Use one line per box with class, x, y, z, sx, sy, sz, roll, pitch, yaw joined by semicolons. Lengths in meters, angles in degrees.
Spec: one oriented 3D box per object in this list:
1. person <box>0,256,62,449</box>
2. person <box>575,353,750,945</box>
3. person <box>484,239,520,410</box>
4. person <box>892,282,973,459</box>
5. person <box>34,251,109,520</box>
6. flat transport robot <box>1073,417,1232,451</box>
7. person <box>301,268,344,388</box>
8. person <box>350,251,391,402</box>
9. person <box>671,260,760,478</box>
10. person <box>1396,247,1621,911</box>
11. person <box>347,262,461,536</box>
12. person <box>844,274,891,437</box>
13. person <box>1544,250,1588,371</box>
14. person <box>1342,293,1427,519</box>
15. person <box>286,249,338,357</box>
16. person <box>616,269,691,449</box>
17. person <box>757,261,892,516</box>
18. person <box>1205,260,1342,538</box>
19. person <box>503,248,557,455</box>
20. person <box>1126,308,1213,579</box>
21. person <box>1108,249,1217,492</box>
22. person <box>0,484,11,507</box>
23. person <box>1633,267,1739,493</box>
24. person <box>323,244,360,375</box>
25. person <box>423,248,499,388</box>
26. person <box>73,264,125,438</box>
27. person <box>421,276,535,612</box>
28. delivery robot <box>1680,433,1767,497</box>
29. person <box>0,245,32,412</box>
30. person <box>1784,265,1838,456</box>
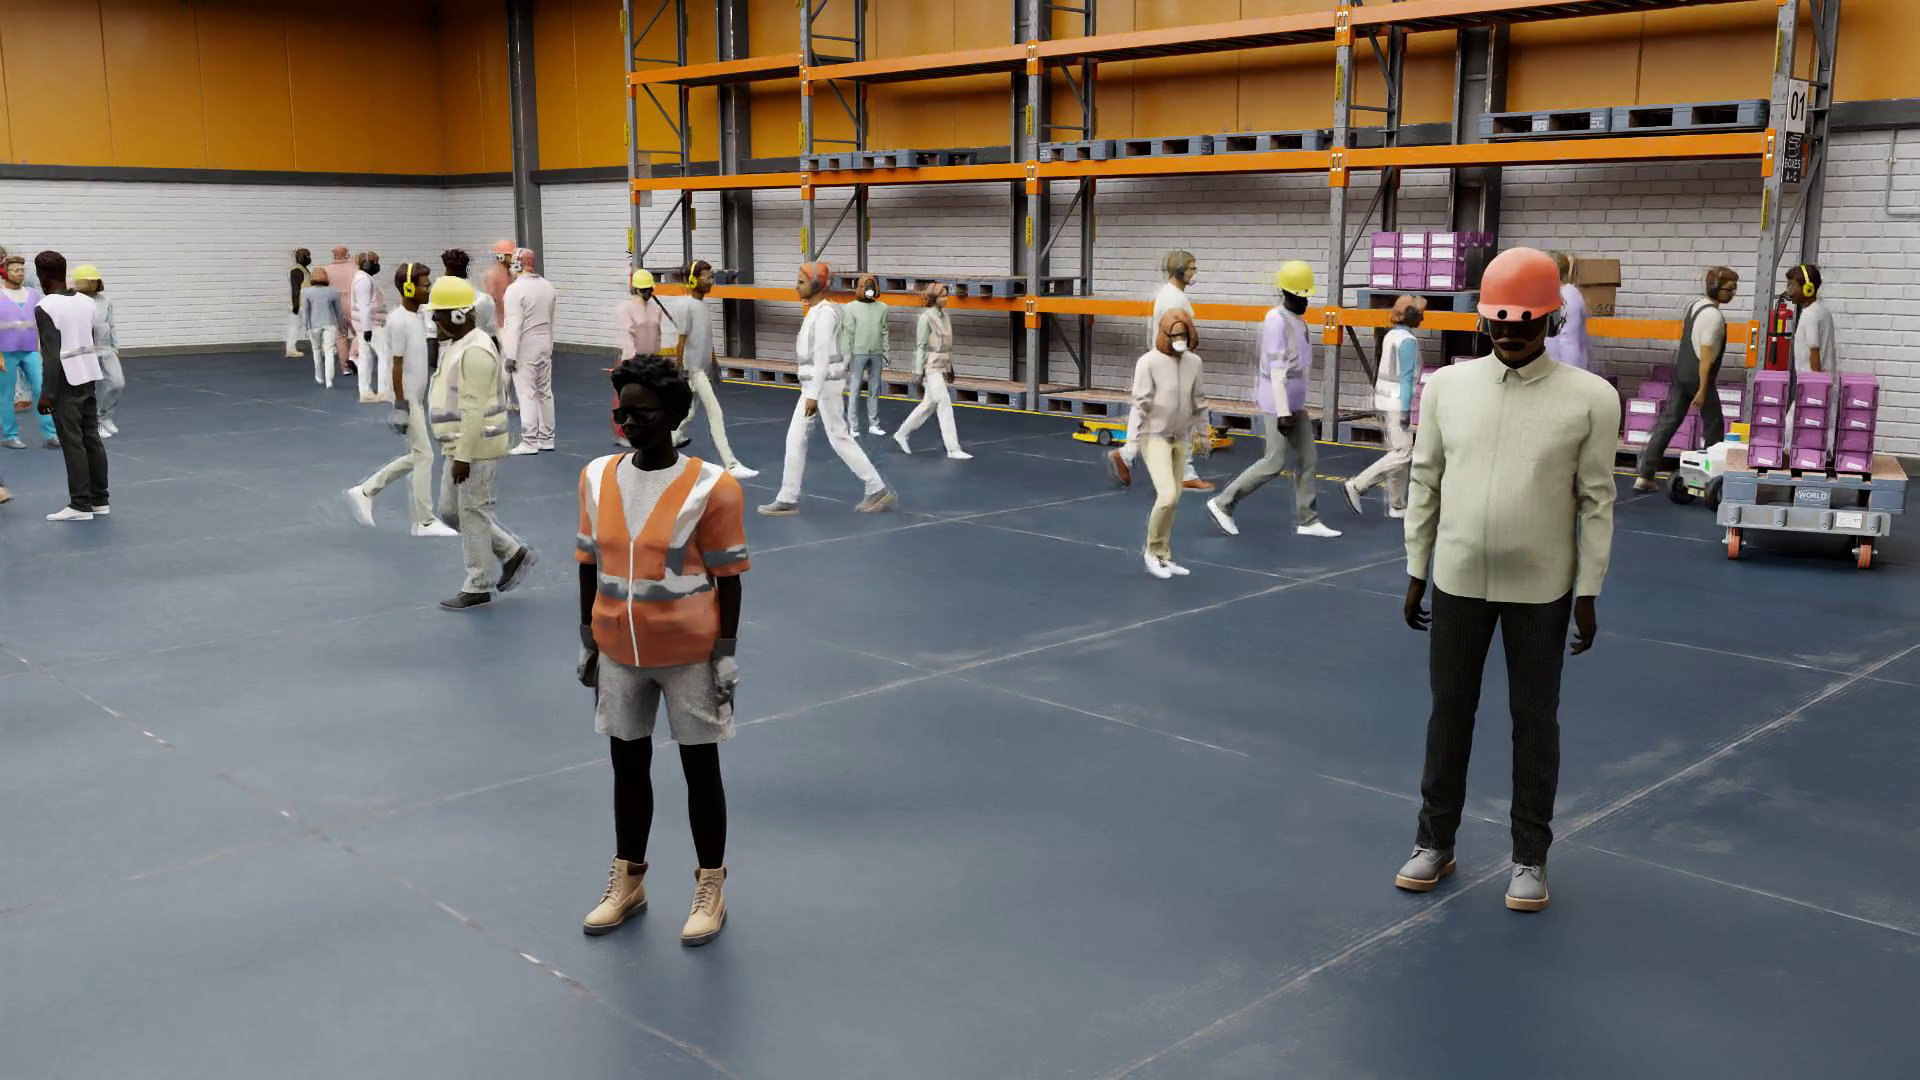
person;-8.800;-1.742;15.622;0.828;1.818;0.563;6;12;31
person;-0.861;0.315;4.762;0.530;1.697;0.322;3;11;17
person;-5.221;-2.458;19.123;0.460;1.971;0.643;2;11;10
person;-0.273;-1.549;15.165;0.820;1.608;0.518;5;11;23
person;-6.342;-1.094;11.861;0.390;1.914;0.587;1;10;3
flat transport robot;1.843;-1.035;16.015;1.431;0.197;0.652;10;14;42
person;-8.534;-2.845;22.284;0.525;1.580;0.866;-4;11;-23
person;-7.035;-2.570;20.139;0.632;1.824;0.652;-4;11;-21
person;-2.185;-1.426;13.936;0.962;1.826;0.540;2;11;11
person;1.635;0.122;5.026;0.608;1.988;0.387;6;12;29
person;-3.753;-0.928;11.135;0.679;1.849;0.533;-1;10;-6
person;-0.938;-1.863;16.815;0.507;1.631;0.266;-6;12;-29
person;4.365;-1.169;12.252;0.567;1.912;0.666;3;11;16
person;3.036;-0.932;11.761;0.545;1.620;0.533;0;10;0
person;-10.841;-3.939;27.691;0.945;1.789;0.654;-2;11;-12
person;-2.970;-1.693;15.714;0.911;1.704;0.508;10;14;43
person;-0.952;-1.086;12.017;0.958;1.845;0.589;-4;11;-18
person;2.089;-0.923;11.068;0.785;1.876;0.607;6;12;29
person;-4.009;-1.742;15.410;0.409;1.909;0.639;4;11;21
person;1.219;-0.556;9.751;0.626;1.601;0.409;-8;13;-38
person;1.610;-1.320;13.086;0.784;1.913;0.636;2;11;10
person;-7.233;-1.148;11.803;0.549;2.000;0.716;0;10;-1
person;5.699;-1.214;12.895;0.883;1.793;0.589;-1;10;-3
person;-8.861;-3.309;23.978;0.672;1.894;0.448;-1;10;-6
person;-4.059;-1.425;13.641;0.615;1.928;0.976;-6;12;-30
person;-8.638;-1.885;16.645;0.354;1.731;0.503;6;12;30
person;-2.612;-0.514;8.984;0.497;1.811;0.589;-6;12;-29
delivery robot;5.731;-0.554;12.365;0.707;0.478;0.477;-3;11;-16
person;-10.931;-2.397;18.939;0.661;1.910;0.815;1;10;8
person;6.297;-1.123;12.341;0.943;1.796;0.614;8;13;39
